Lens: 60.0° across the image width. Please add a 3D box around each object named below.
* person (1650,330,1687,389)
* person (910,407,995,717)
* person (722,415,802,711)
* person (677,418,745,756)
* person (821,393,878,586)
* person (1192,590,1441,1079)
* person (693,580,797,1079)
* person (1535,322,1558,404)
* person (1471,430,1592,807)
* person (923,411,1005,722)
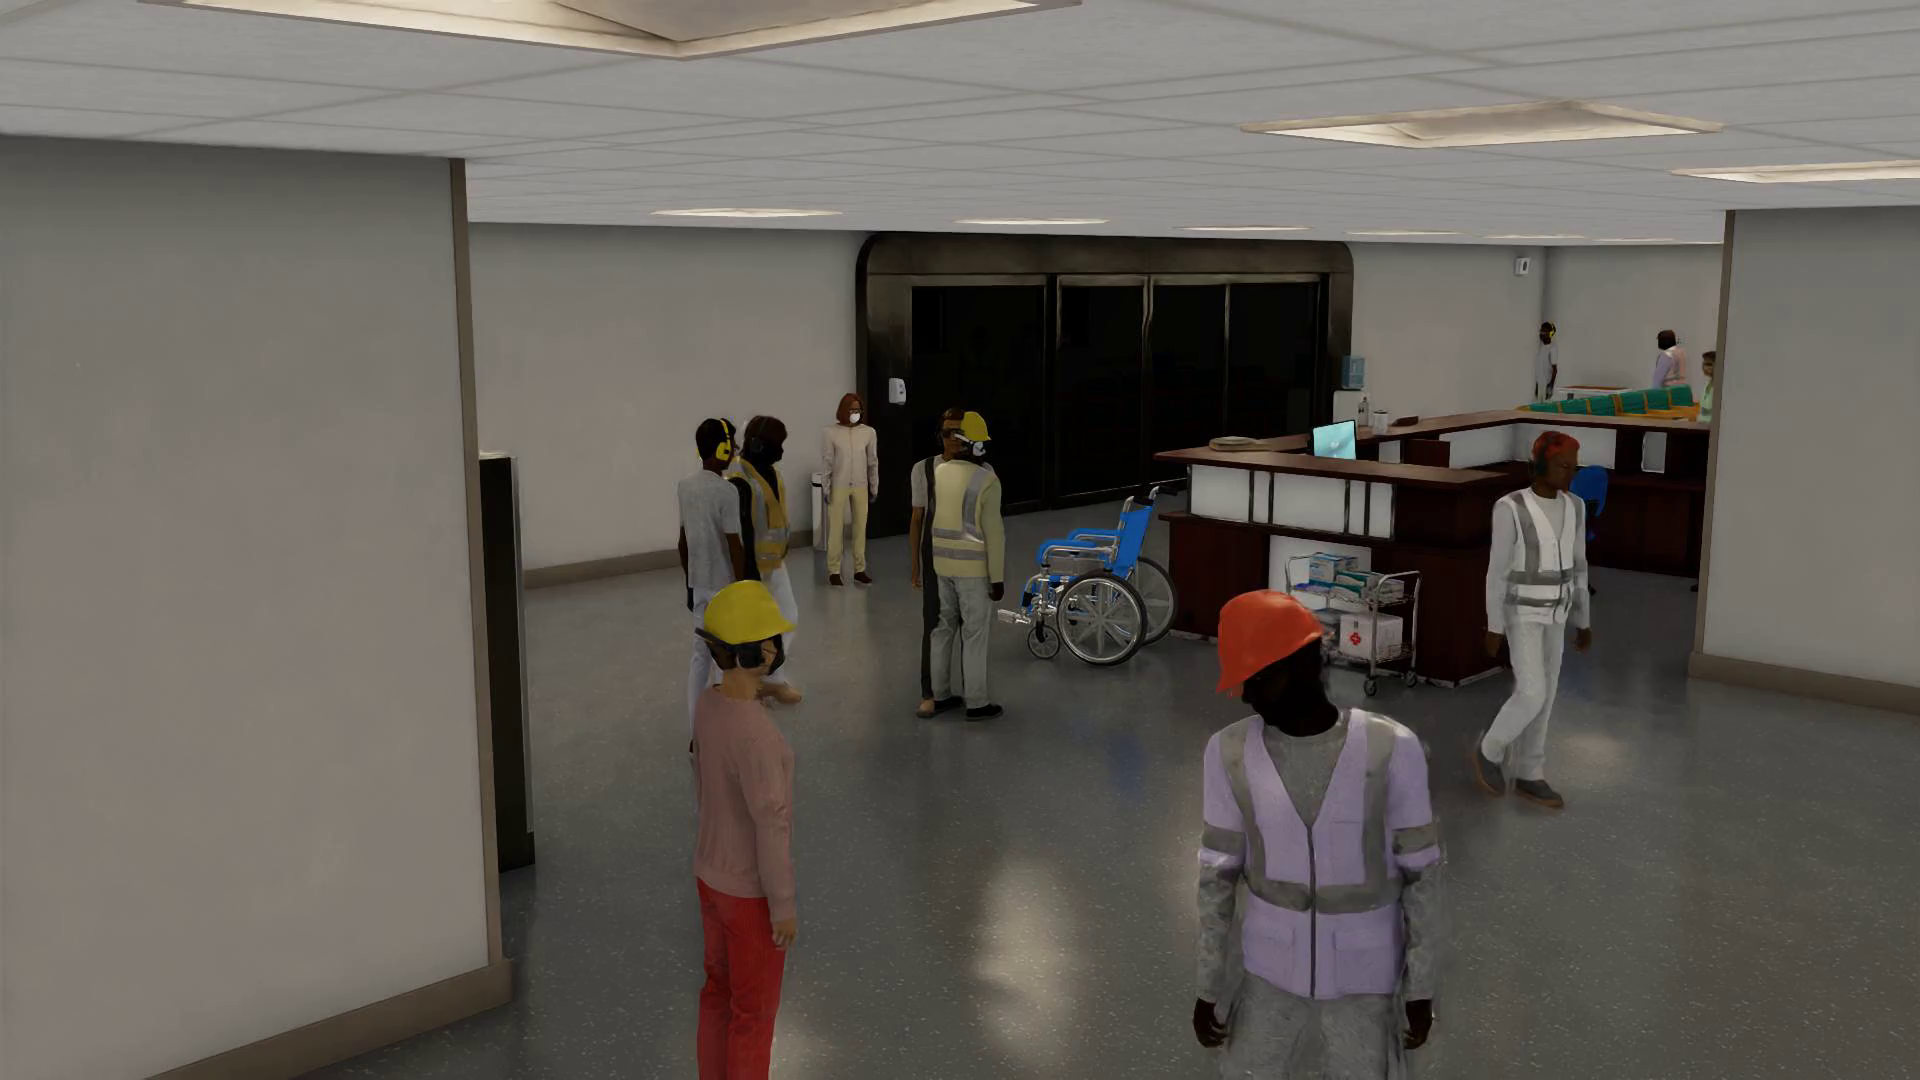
[{"bbox_3d":[9.894,-2.032,23.277,0.523,1.808,0.653,8,12,41],"label":"person"},{"bbox_3d":[-0.043,0.138,9.854,0.507,1.847,0.345,0,9,0],"label":"person"},{"bbox_3d":[-1.194,0.154,9.888,0.562,1.809,0.659,3,10,18],"label":"person"},{"bbox_3d":[-1.303,0.272,8.985,0.508,1.865,0.329,8,12,42],"label":"person"},{"bbox_3d":[-0.924,-0.424,13.995,0.504,1.627,0.285,-4,10,-23],"label":"person"},{"bbox_3d":[0.861,1.050,4.130,0.630,1.898,0.483,3,10,20],"label":"person"},{"bbox_3d":[-0.613,0.992,4.855,0.306,1.772,0.525,-5,11,-29],"label":"person"},{"bbox_3d":[8.625,-2.276,24.568,0.321,1.876,0.532,0,9,-3],"label":"person"},{"bbox_3d":[2.855,0.394,8.199,0.591,1.870,0.404,-5,11,-29],"label":"person"},{"bbox_3d":[0.032,0.156,9.832,0.596,1.825,0.404,8,12,40],"label":"person"}]
